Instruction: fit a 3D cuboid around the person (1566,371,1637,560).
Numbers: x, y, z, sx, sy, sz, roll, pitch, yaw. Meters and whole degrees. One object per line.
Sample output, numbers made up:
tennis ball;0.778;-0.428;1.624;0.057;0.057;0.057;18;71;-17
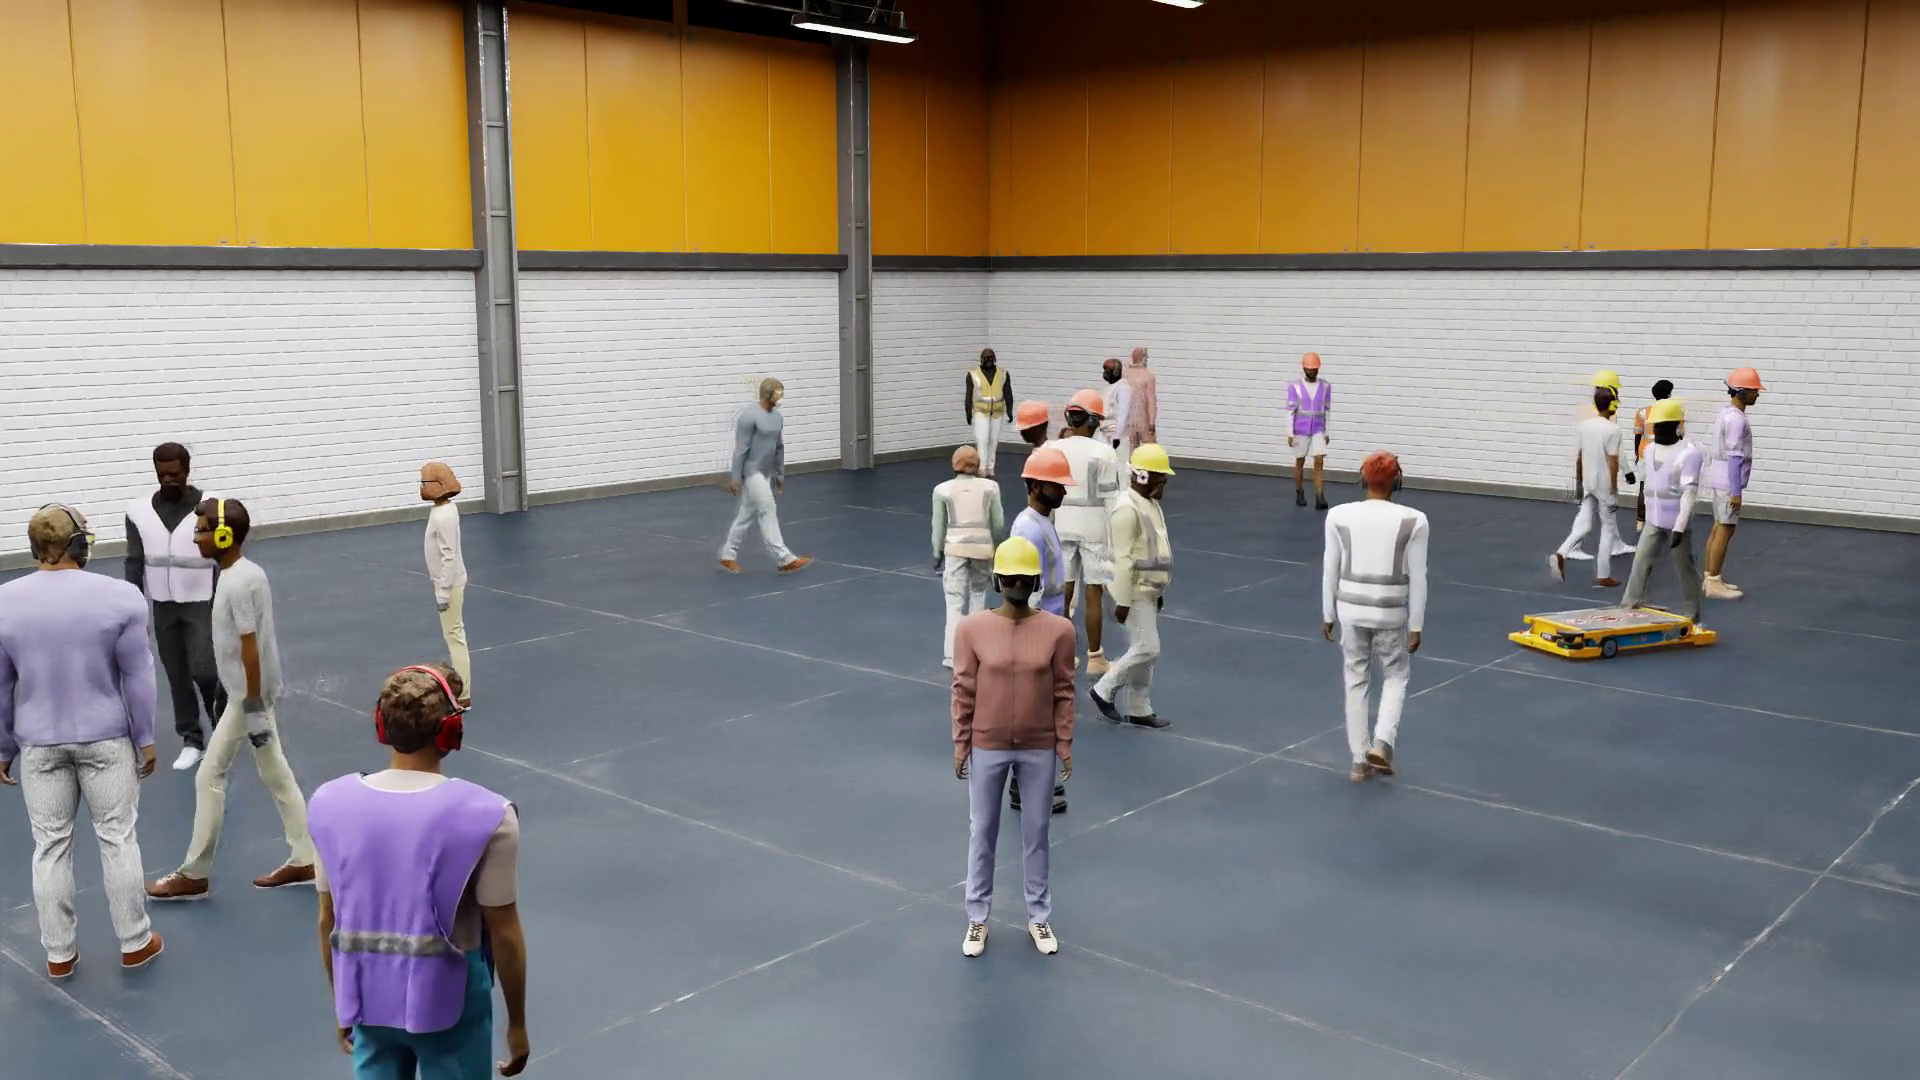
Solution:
person;6.428;-0.733;16.556;0.766;1.899;0.598;0;9;0

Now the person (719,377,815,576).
person;-1.872;-0.592;15.682;1.000;1.873;0.643;3;10;21

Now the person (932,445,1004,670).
person;0.054;0.110;12.148;0.525;1.585;0.747;0;9;-3

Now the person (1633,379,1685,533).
person;7.655;-0.909;18.244;0.537;1.695;0.320;7;11;37

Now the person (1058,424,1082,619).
person;0.920;-0.179;13.876;0.532;1.619;0.579;3;10;18

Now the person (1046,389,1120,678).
person;0.871;-0.044;11.758;0.605;2.034;0.387;6;11;33

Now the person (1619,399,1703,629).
person;5.464;-0.157;12.944;0.977;1.873;0.609;-4;10;-22

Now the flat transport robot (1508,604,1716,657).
flat transport robot;4.980;0.685;12.697;1.431;0.197;0.652;-4;10;-22

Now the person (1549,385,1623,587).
person;5.699;-0.471;15.011;0.705;1.857;0.505;-4;10;-25

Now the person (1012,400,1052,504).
person;0.621;-0.098;12.520;0.500;1.901;0.572;0;9;-2

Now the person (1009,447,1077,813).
person;0.428;0.468;8.853;0.376;1.934;0.547;1;9;5

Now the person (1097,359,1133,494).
person;1.754;-1.282;20.188;0.756;1.819;0.654;-3;10;-19

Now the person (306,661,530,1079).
person;-1.404;1.237;4.337;0.563;1.839;0.384;1;9;8

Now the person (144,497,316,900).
person;-3.380;0.722;7.564;0.888;1.831;0.541;-3;9;-15

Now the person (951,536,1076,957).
person;0.223;0.857;6.931;0.524;1.772;0.301;-1;9;-4

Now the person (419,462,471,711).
person;-3.348;0.306;10.809;0.284;1.634;0.498;-3;9;-16

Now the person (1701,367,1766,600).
person;6.793;-0.498;14.595;0.391;2.041;0.609;3;9;17

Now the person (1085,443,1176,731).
person;1.097;0.299;10.312;0.447;1.815;0.597;3;10;19

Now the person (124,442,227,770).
person;-4.456;0.375;9.549;0.584;1.898;0.451;0;9;-2

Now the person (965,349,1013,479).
person;0.428;-1.749;23.169;0.637;1.800;0.922;-2;9;-11

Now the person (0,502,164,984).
person;-3.554;0.814;6.675;0.629;1.937;0.377;-3;9;-17

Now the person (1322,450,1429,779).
person;2.308;0.431;9.300;0.578;1.871;0.438;3;10;20

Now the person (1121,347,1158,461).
person;2.354;-1.603;21.981;0.549;1.894;0.671;-9;12;-43

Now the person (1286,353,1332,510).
person;4.240;-1.312;20.155;0.571;1.890;0.924;0;9;-1
